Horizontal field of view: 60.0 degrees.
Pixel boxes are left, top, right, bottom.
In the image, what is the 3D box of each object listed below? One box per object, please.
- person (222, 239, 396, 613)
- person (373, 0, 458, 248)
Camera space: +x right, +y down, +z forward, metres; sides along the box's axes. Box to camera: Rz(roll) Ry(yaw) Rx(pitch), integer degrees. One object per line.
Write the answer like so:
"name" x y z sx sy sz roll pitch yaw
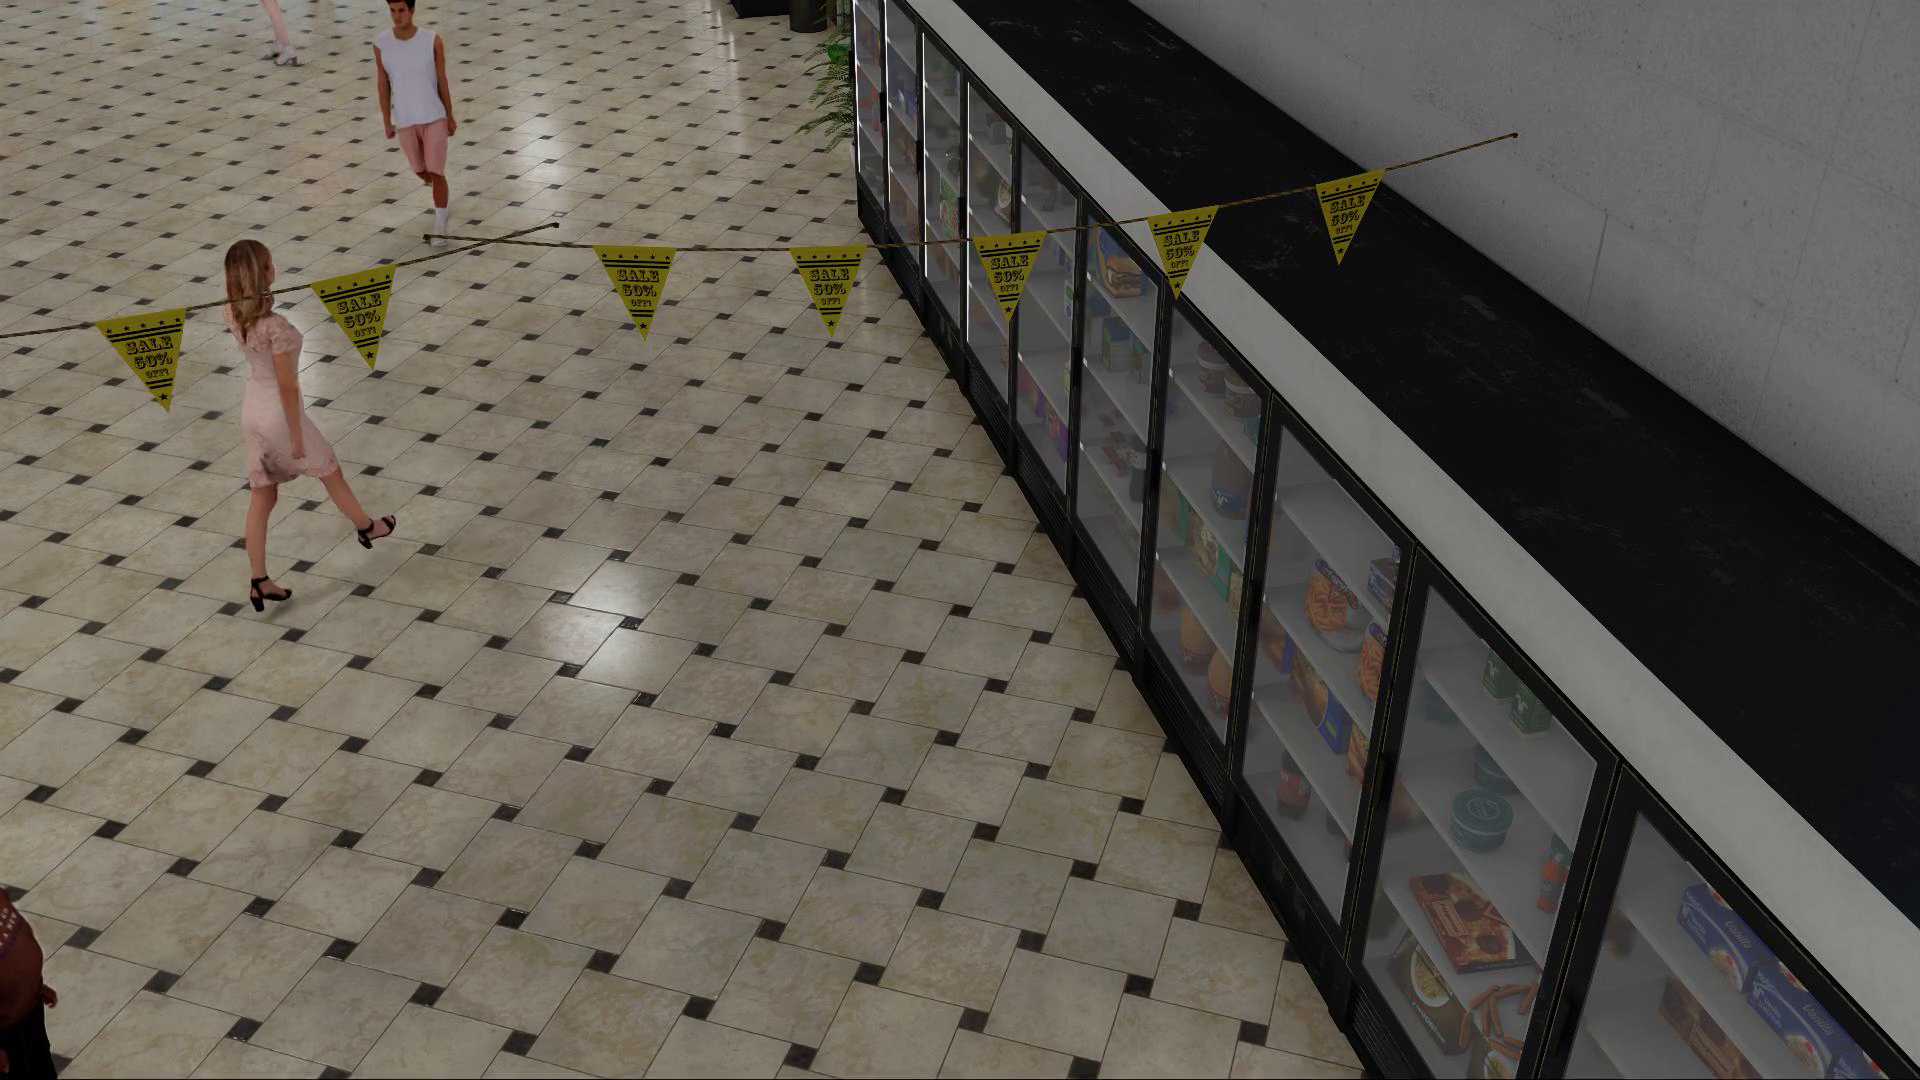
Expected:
"person" -3.244 -0.471 7.724 1.071 1.777 1.114 15 35 23
"person" -3.824 -3.038 11.865 1.093 1.760 0.864 -1 32 -2
